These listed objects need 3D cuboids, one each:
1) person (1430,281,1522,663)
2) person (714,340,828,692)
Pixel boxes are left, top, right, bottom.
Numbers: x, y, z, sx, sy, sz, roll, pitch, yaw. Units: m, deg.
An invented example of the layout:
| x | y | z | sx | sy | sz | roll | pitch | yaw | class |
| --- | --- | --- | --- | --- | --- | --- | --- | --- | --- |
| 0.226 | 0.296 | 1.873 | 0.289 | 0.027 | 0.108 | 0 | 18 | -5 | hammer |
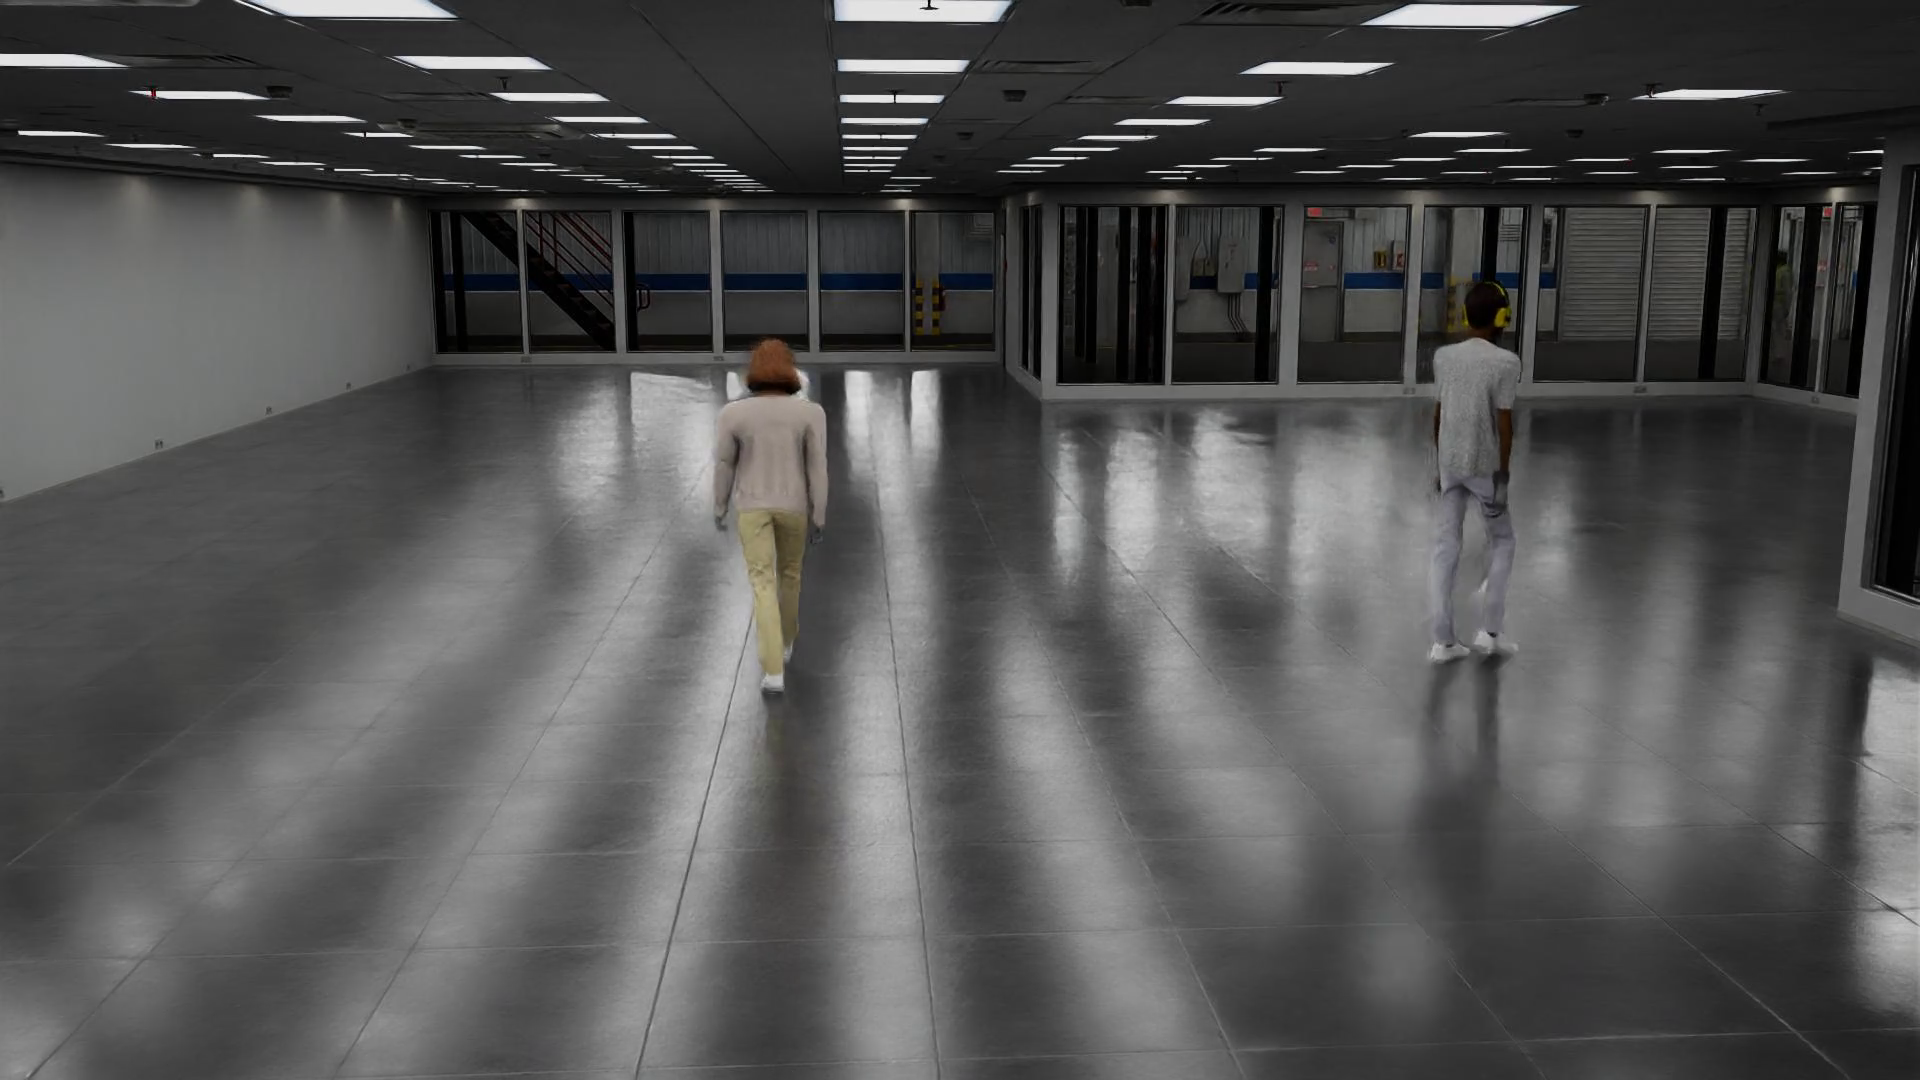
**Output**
| x | y | z | sx | sy | sz | roll | pitch | yaw | class |
| --- | --- | --- | --- | --- | --- | --- | --- | --- | --- |
| 2.521 | -0.328 | 8.120 | 0.650 | 1.847 | 0.515 | -10 | 14 | -43 | person |
| -0.872 | -0.129 | 7.730 | 0.514 | 1.586 | 0.849 | -2 | 11 | -12 | person |
